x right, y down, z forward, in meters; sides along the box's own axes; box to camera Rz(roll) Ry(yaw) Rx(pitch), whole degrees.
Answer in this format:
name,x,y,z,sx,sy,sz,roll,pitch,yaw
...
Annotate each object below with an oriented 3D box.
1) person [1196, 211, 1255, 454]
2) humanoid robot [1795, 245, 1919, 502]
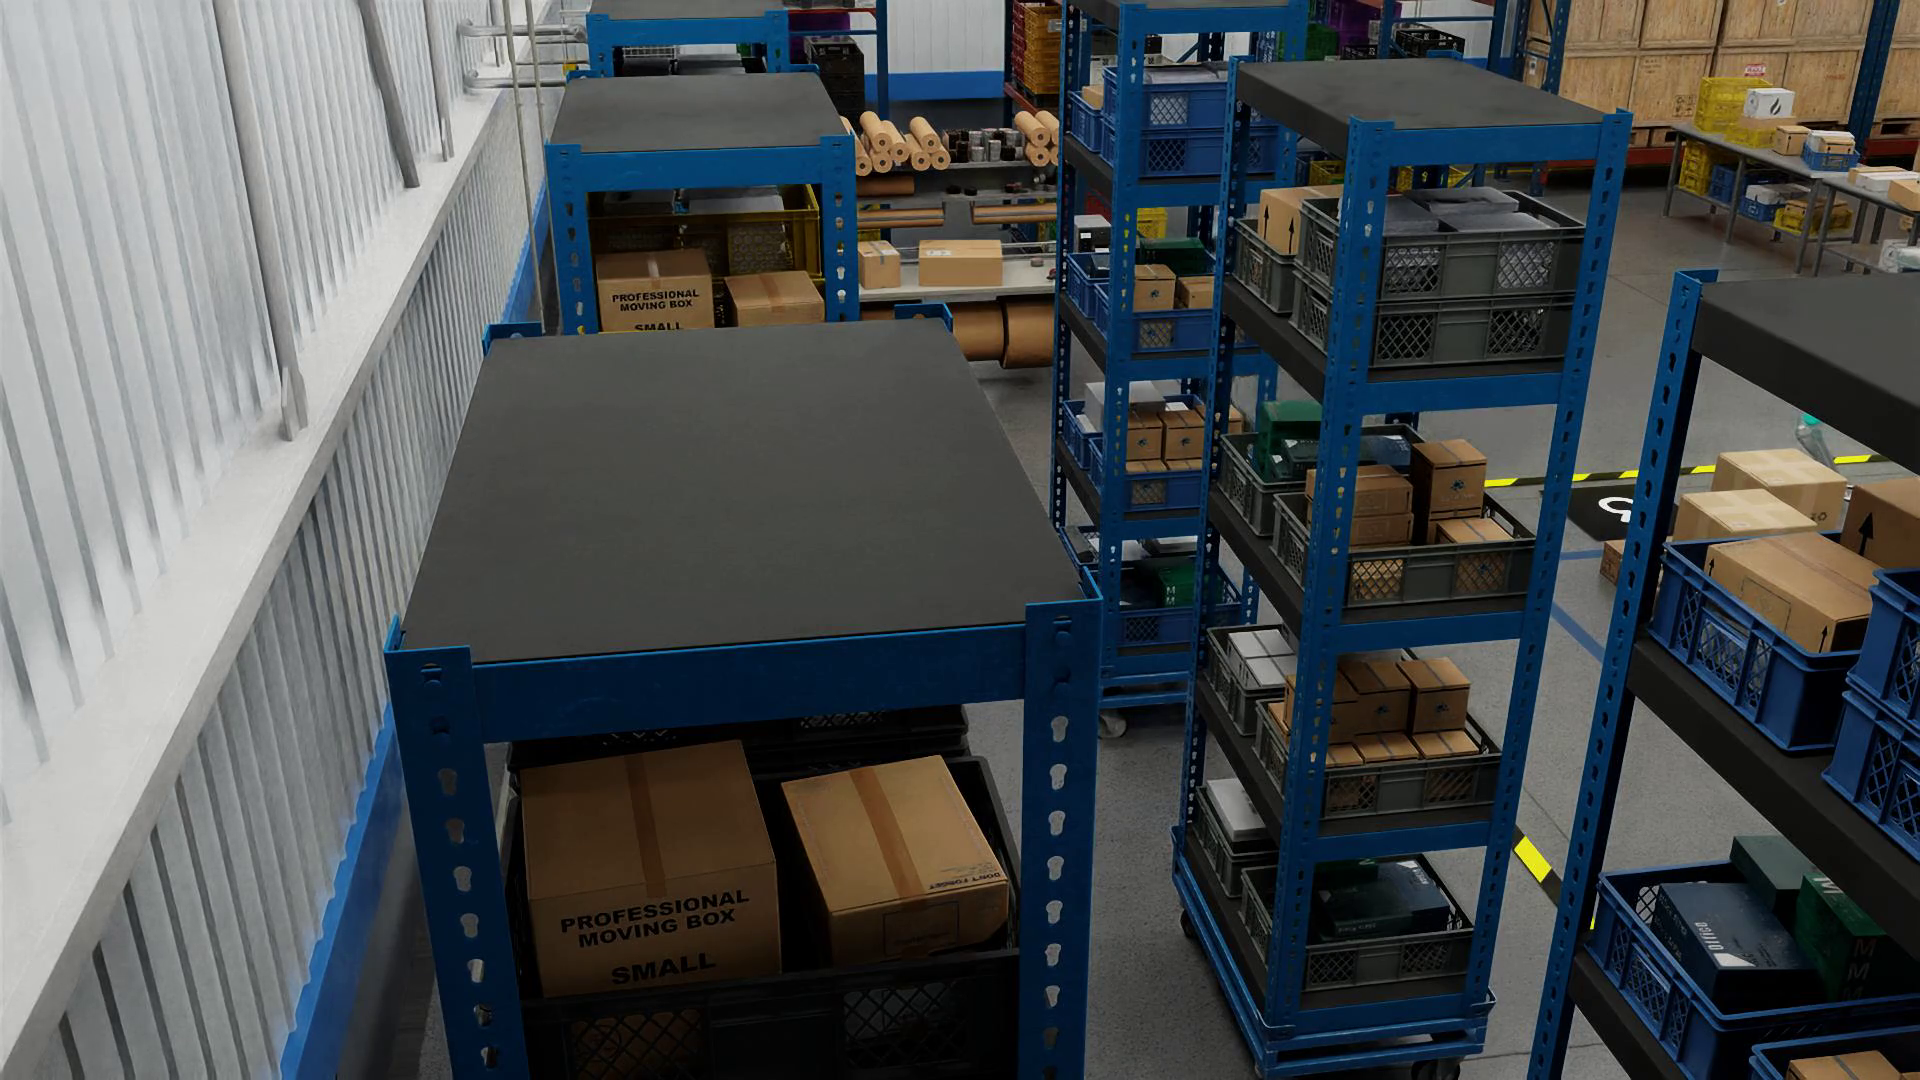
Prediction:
name,x,y,z,sx,sy,sz,roll,pitch,yaw
person,1.777,-1.337,11.326,0.484,1.837,0.594,-6,25,-13
humanoid robot,5.774,-1.100,10.778,0.735,1.673,0.533,14,28,28
